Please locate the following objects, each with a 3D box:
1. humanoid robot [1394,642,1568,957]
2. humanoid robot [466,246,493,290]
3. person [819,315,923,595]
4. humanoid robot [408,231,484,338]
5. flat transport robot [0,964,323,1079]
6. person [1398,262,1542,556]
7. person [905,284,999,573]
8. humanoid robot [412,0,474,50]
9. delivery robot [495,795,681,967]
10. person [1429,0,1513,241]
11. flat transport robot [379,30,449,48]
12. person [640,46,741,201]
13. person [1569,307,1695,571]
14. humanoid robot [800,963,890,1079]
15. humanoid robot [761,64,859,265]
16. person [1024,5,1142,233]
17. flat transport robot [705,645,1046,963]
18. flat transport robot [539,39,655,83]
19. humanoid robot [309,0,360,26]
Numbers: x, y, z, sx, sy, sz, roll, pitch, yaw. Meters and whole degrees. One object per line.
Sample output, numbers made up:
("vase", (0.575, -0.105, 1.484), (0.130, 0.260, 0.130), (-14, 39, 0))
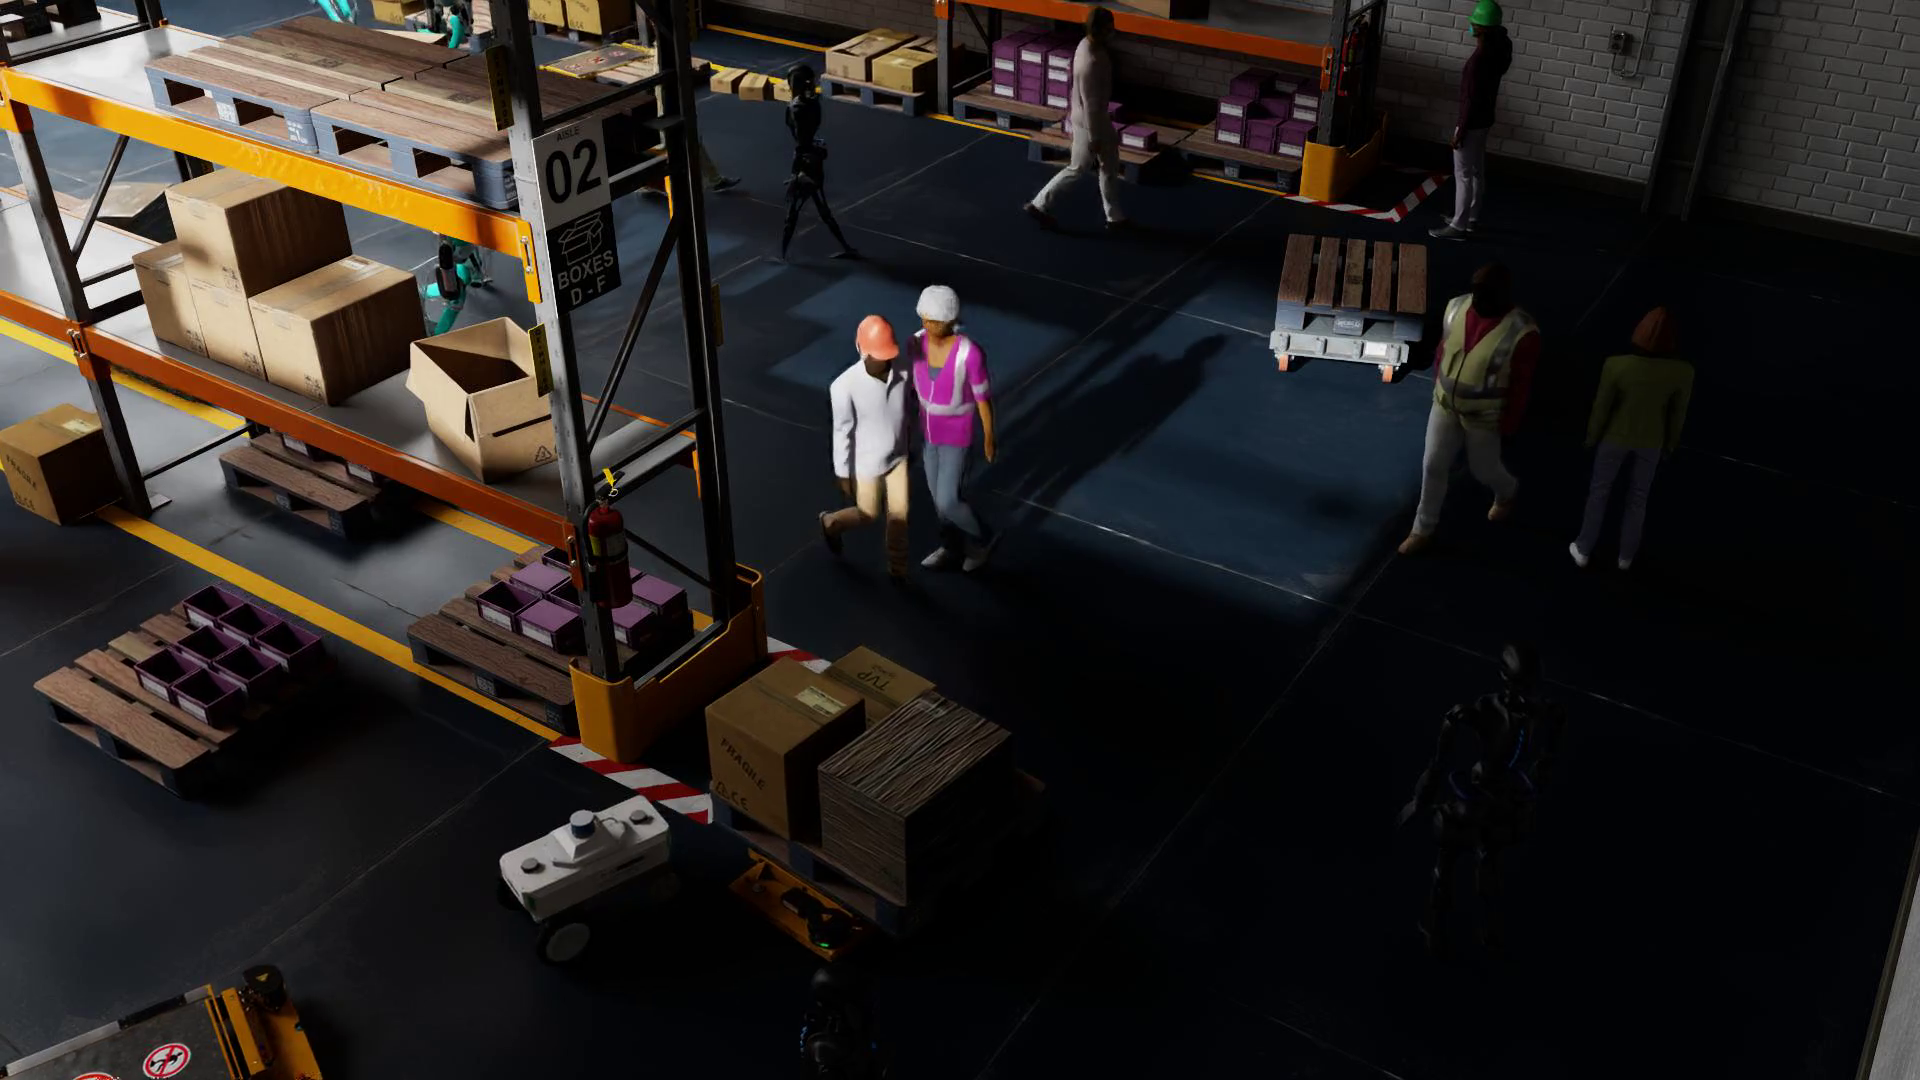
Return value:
("humanoid robot", (2.138, 1.102, 6.892), (0.600, 1.650, 0.391), (-4, 33, -6))
("humanoid robot", (-3.813, -2.670, 12.723), (0.538, 1.887, 0.746), (-25, 40, -33))
("person", (-0.507, -0.510, 9.325), (0.562, 1.726, 0.646), (-27, 42, -35))
("humanoid robot", (-3.511, -1.811, 11.298), (0.985, 1.736, 0.545), (4, 33, 6))
("flat transport robot", (-3.298, 2.201, 6.490), (1.431, 0.231, 0.659), (-20, 38, -27))
("person", (3.023, -0.789, 9.675), (0.838, 1.813, 0.631), (-25, 41, -33))
("person", (-0.077, -0.612, 9.388), (0.506, 1.826, 0.443), (27, 42, 35))
("humanoid robot", (-5.140, -5.189, 16.508), (1.050, 1.725, 0.567), (25, 40, 33))
("delivery robot", (-1.668, 1.472, 7.364), (0.789, 0.612, 0.499), (-22, 39, -30))
("person", (4.193, -3.407, 13.569), (0.424, 1.950, 0.491), (24, 40, 32))
("flat transport robot", (-5.239, -3.848, 15.787), (1.431, 0.231, 0.659), (7, 34, 10))
("person", (-2.417, -3.737, 14.316), (0.882, 1.699, 0.569), (-1, 33, -2))
("person", (3.824, -0.560, 9.481), (0.510, 1.631, 0.272), (6, 34, 10))
("humanoid robot", (-0.369, 1.998, 5.498), (0.315, 1.657, 0.599), (8, 34, 12))
("humanoid robot", (-1.220, -2.971, 13.191), (0.779, 1.623, 0.601), (3, 33, 5))
("person", (1.030, -3.429, 13.651), (0.953, 1.903, 0.641), (6, 33, 9))
("flat transport robot", (-0.341, 1.363, 7.778), (0.659, 0.231, 1.431), (25, 40, 33))
("flat transport robot", (-3.752, -4.960, 17.496), (0.659, 0.231, 1.431), (24, 40, 32))
("humanoid robot", (-6.516, -5.748, 17.395), (0.548, 1.788, 0.937), (-28, 42, -35))
